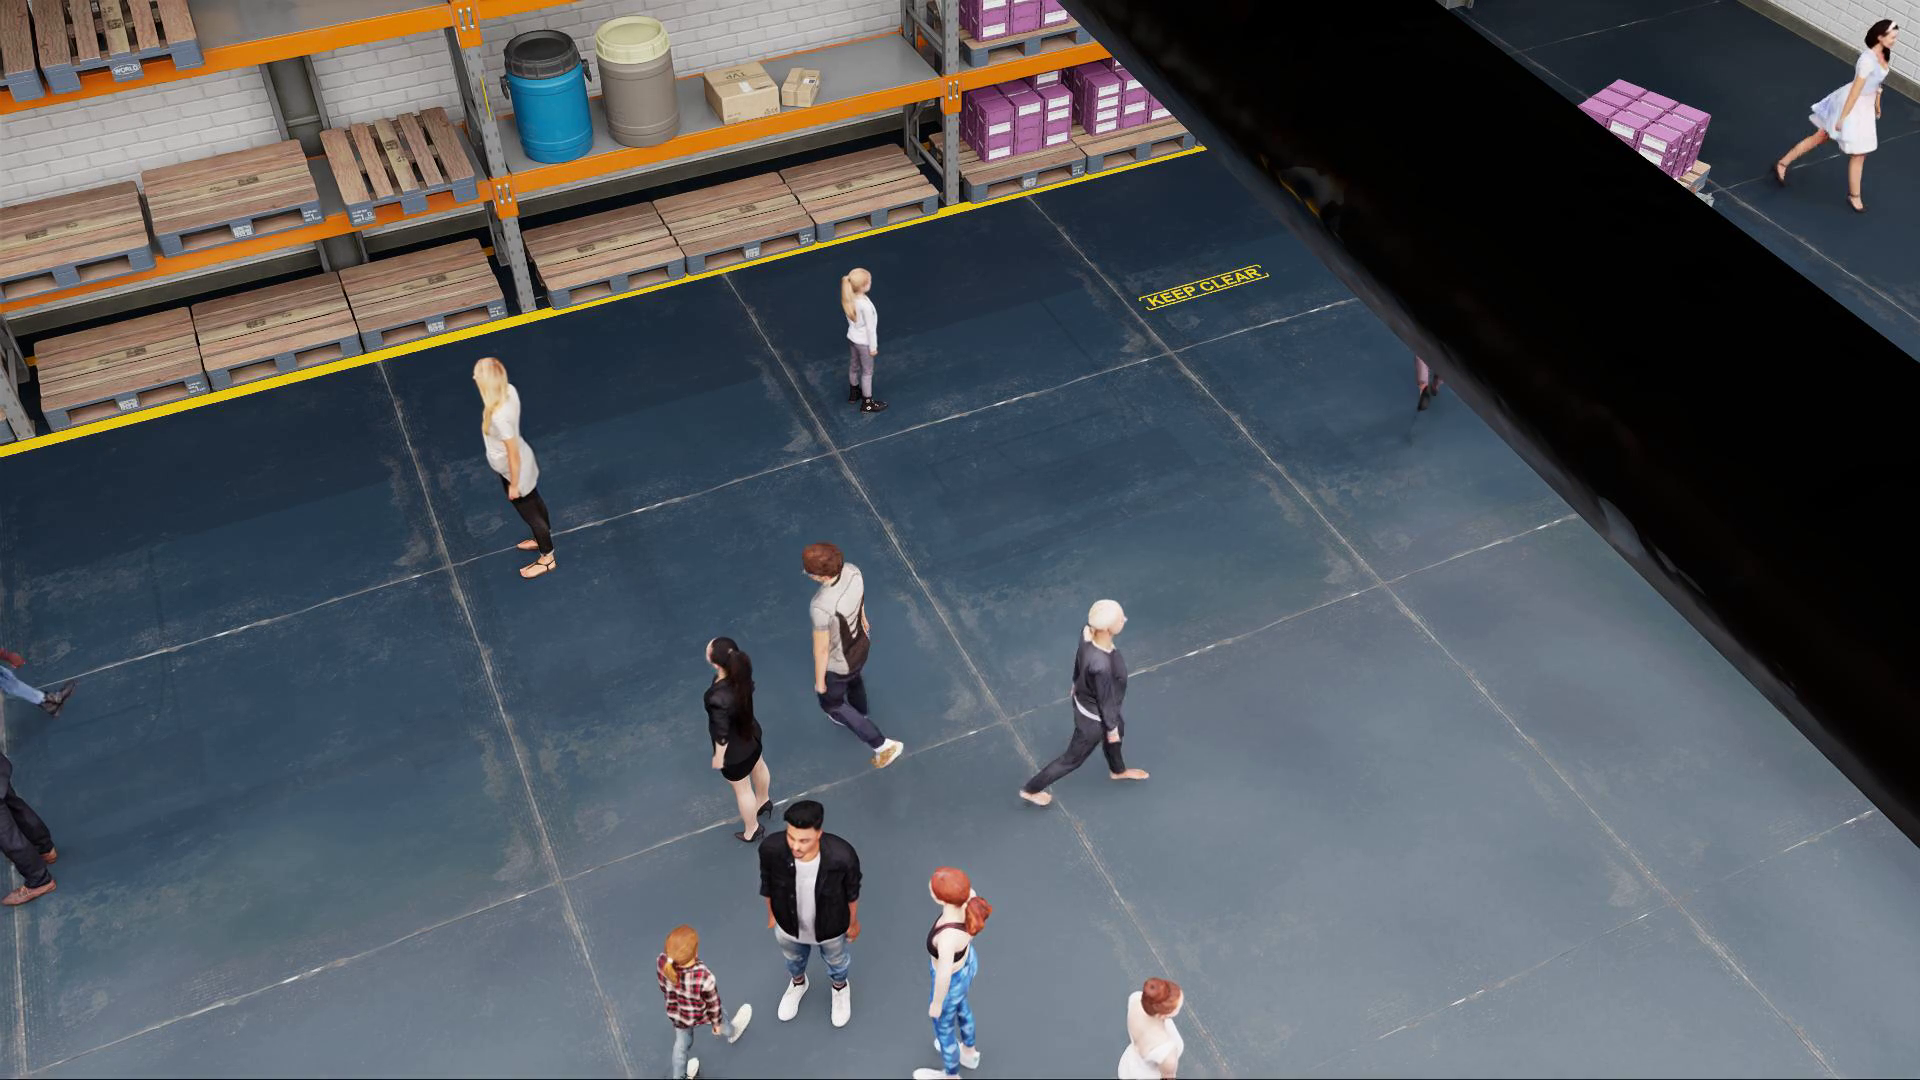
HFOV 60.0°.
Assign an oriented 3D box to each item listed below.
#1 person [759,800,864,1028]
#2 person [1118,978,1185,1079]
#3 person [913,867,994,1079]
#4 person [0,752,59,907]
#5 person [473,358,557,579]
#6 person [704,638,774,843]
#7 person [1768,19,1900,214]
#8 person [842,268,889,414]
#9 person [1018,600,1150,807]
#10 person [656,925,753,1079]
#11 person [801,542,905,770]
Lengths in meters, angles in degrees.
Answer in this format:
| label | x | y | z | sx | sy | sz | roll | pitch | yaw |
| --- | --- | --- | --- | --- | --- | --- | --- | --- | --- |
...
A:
| label | x | y | z | sx | sy | sz | roll | pitch | yaw |
| --- | --- | --- | --- | --- | --- | --- | --- | --- | --- |
| person | -0.779 | 1.949 | 8.844 | 0.754 | 1.814 | 0.851 | 7 | 44 | 7 |
| person | 0.883 | 2.646 | 8.125 | 0.499 | 1.796 | 0.573 | -15 | 46 | -15 |
| person | -0.029 | 2.261 | 8.536 | 0.755 | 1.786 | 0.695 | 15 | 46 | 15 |
| person | -5.584 | 1.362 | 9.420 | 0.612 | 1.868 | 0.646 | -14 | 45 | -14 |
| person | -3.041 | -0.508 | 11.414 | 0.607 | 1.825 | 0.653 | -8 | 44 | -9 |
| person | -1.291 | 1.165 | 9.750 | 0.721 | 1.699 | 0.665 | 13 | 45 | 14 |
| person | 7.909 | -3.843 | 14.958 | 1.121 | 1.767 | 1.199 | 24 | 49 | 23 |
| person | -0.770 | -1.564 | 12.920 | 0.516 | 1.279 | 0.512 | -25 | 49 | -24 |
| person | 0.718 | 1.002 | 9.926 | 1.163 | 1.693 | 0.859 | -4 | 44 | -5 |
| person | -1.426 | 2.475 | 8.680 | 0.837 | 1.278 | 0.914 | 17 | 46 | 17 |
| person | -0.671 | 0.713 | 10.104 | 1.092 | 1.865 | 1.051 | 26 | 49 | 25 |
